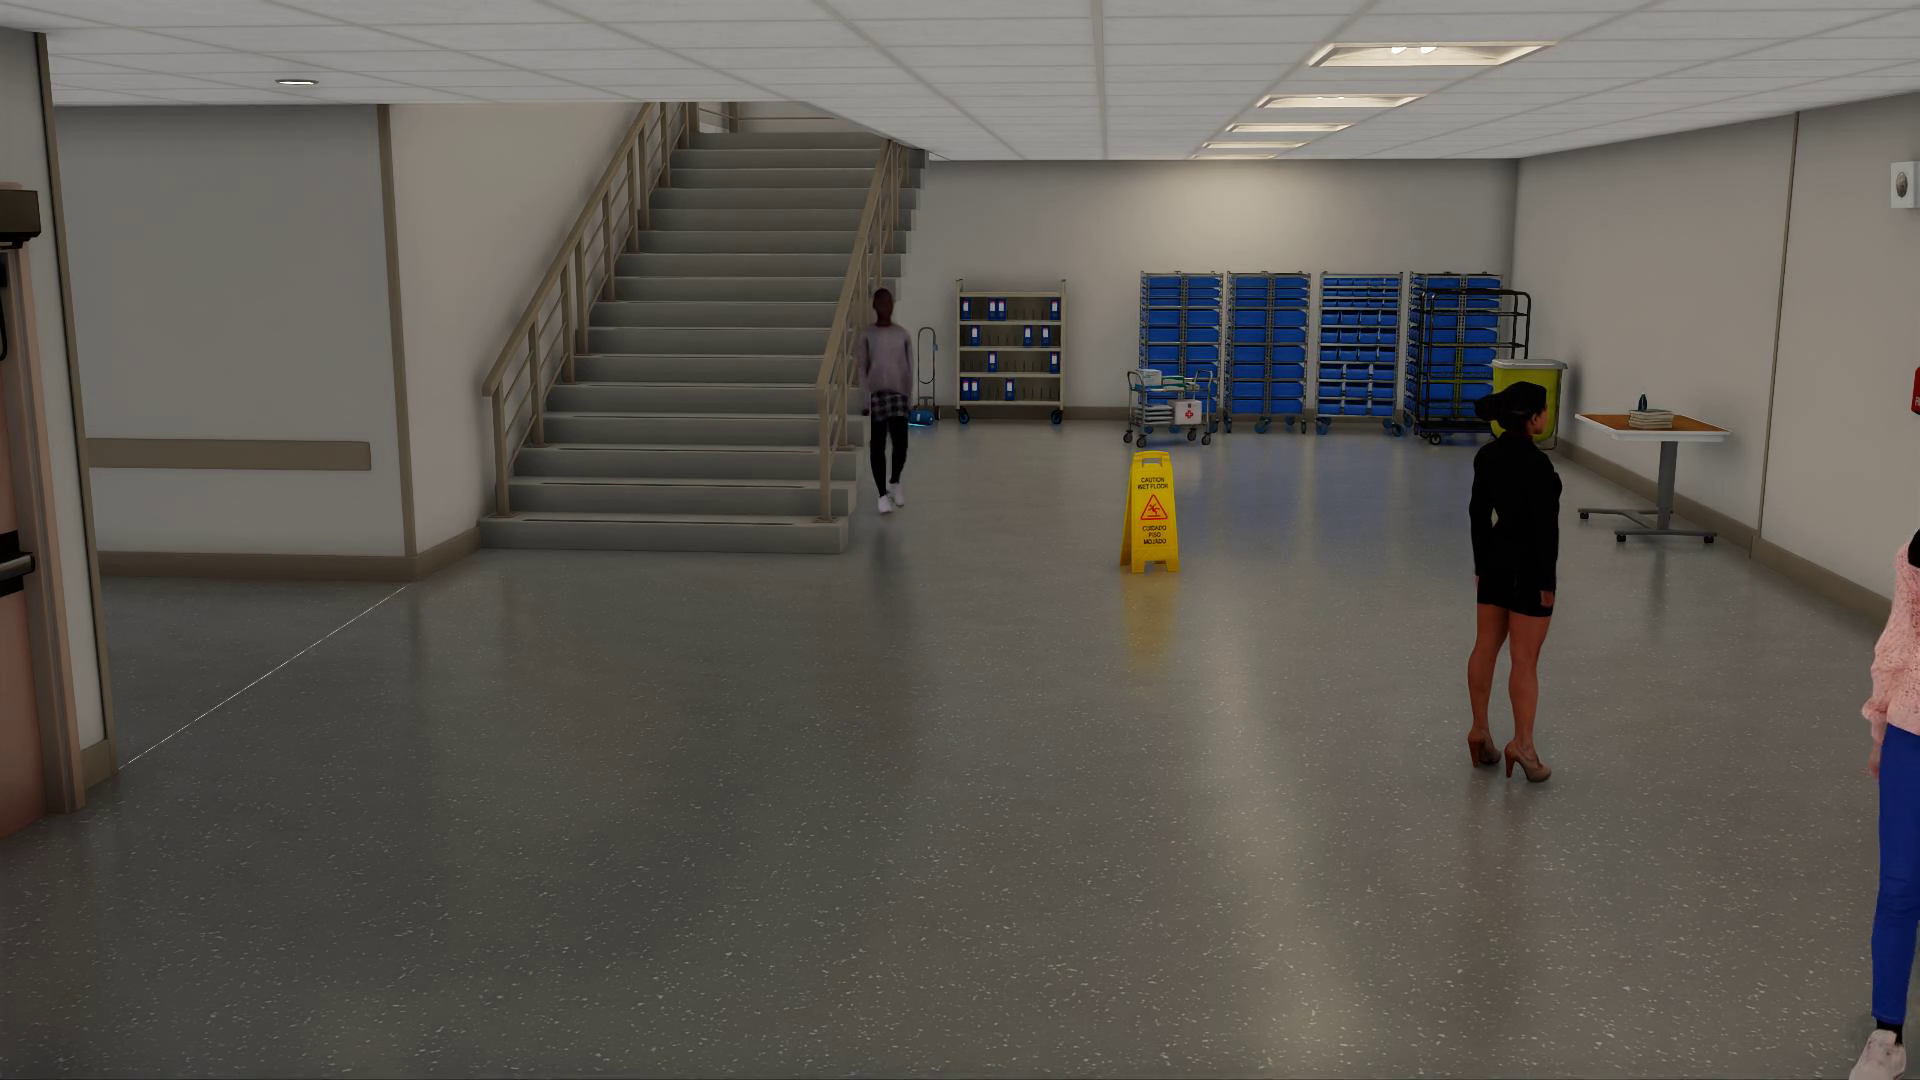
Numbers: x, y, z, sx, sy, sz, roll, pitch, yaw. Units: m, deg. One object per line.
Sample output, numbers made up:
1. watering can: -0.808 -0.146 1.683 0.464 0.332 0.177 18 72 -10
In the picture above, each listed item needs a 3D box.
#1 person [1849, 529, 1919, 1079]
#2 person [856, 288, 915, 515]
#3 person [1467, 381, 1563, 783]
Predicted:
1. person: 2.684 0.577 4.405 1.042 1.739 1.162 10 15 43
2. person: -0.619 -1.102 13.185 0.699 1.764 0.728 -2 11 -12
3. person: 2.285 0.165 6.840 0.760 1.639 0.696 -5 12 -26
